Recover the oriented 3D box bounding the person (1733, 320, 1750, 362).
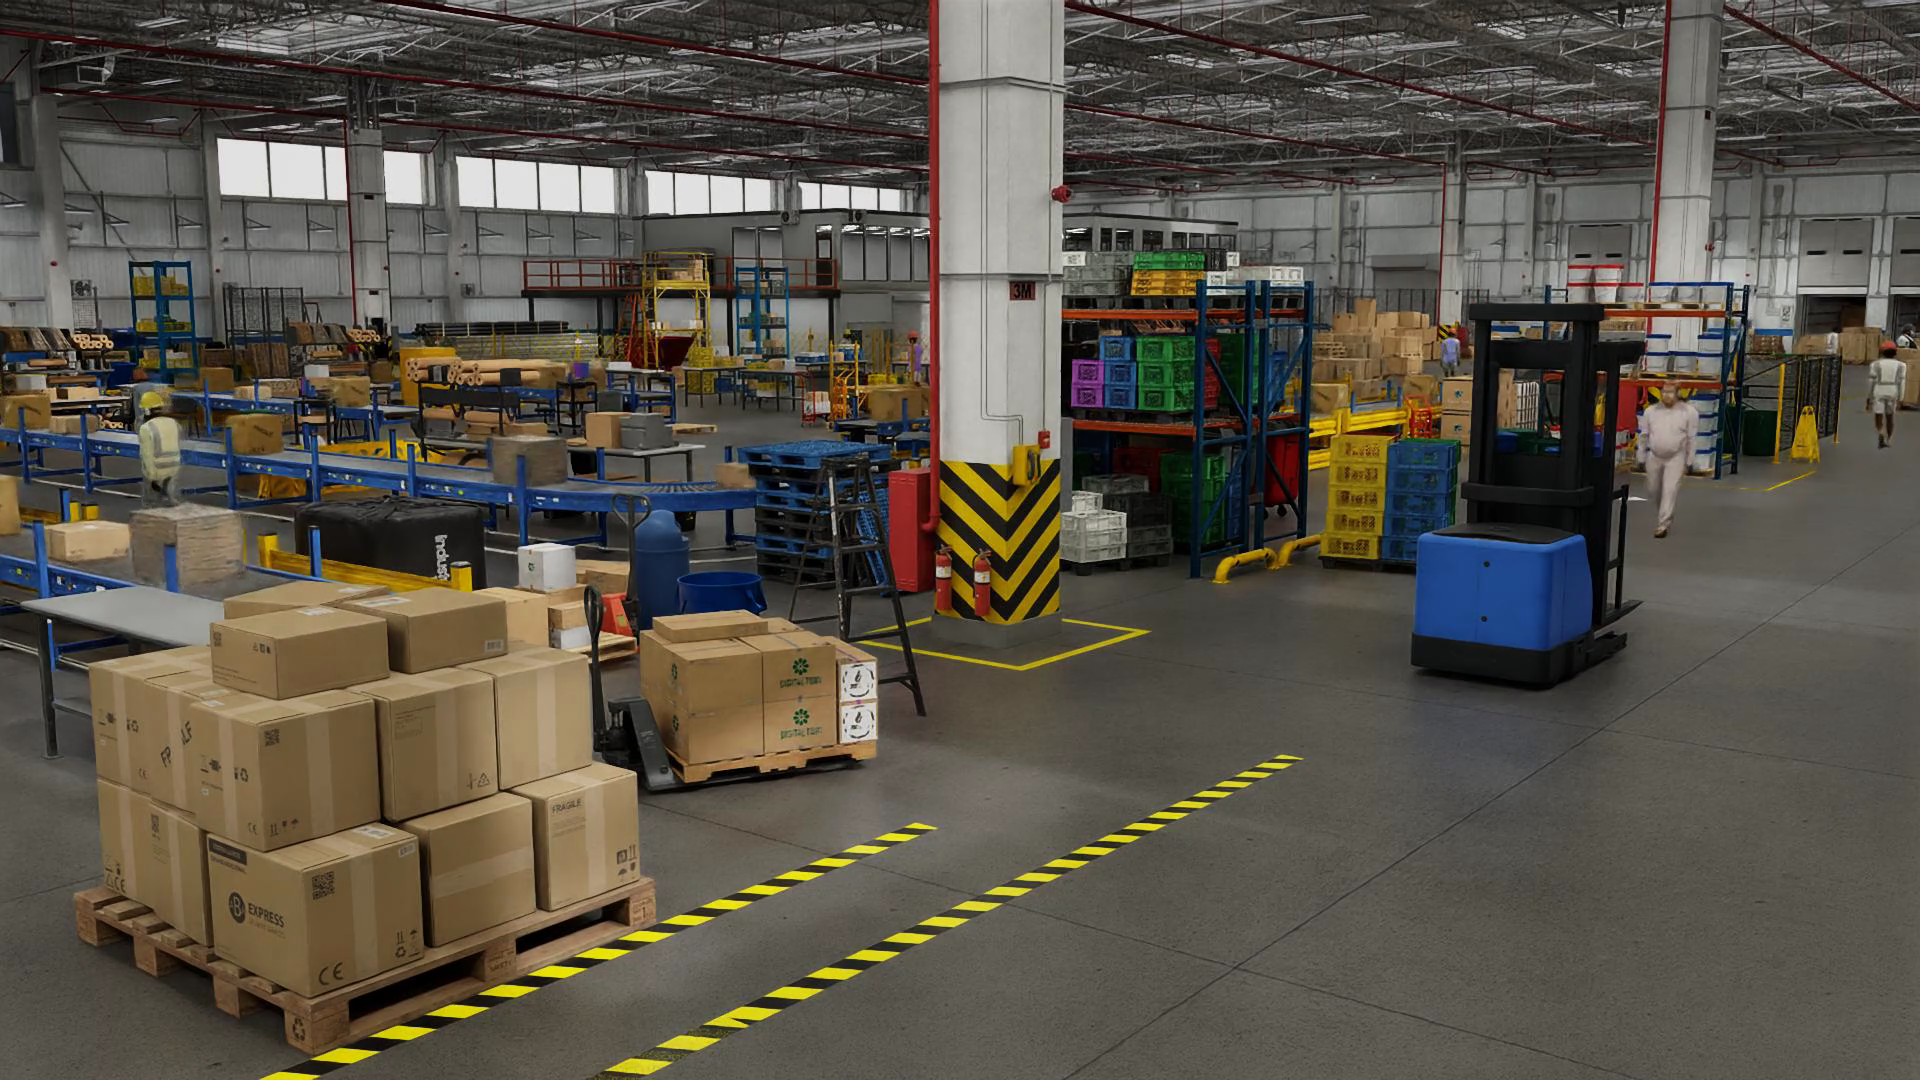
[{"bbox_3d":[32.334,-8.203,68.718,0.514,1.835,0.942,-6,10,-33],"label":"person"}]

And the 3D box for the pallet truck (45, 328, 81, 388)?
[{"bbox_3d":[-23.775,-4.544,43.495,1.885,1.965,0.823,6,10,35],"label":"pallet truck"}]

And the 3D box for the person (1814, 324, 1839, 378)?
[{"bbox_3d":[29.819,-6.483,57.020,0.762,1.866,0.590,0,8,3],"label":"person"}]

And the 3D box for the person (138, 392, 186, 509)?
[{"bbox_3d":[-8.978,-0.780,18.804,0.850,1.803,0.586,3,9,20],"label":"person"}]

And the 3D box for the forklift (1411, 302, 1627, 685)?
[{"bbox_3d":[4.379,-0.438,12.852,1.129,2.768,1.873,7,11,37],"label":"forklift"}]

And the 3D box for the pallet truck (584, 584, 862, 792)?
[{"bbox_3d":[-1.426,0.805,10.019,1.601,1.201,0.680,-4,9,-26],"label":"pallet truck"}]

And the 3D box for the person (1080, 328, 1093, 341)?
[{"bbox_3d":[3.972,-5.819,52.685,0.416,1.815,0.616,8,11,42],"label":"person"}]

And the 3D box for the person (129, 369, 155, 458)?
[{"bbox_3d":[-14.277,-2.209,29.137,0.872,1.587,0.512,4,9,26],"label":"person"}]

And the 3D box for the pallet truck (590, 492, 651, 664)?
[{"bbox_3d":[-3.115,0.344,12.883,0.653,1.274,1.630,7,11,37],"label":"pallet truck"}]

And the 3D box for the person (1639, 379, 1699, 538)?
[{"bbox_3d":[8.448,-0.984,19.856,0.658,1.887,0.682,7,11,39],"label":"person"}]

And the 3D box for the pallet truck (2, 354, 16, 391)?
[{"bbox_3d":[-24.881,-4.417,42.634,1.885,1.965,0.823,8,11,41],"label":"pallet truck"}]

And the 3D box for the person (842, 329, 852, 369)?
[{"bbox_3d":[-3.629,-5.926,53.688,0.321,1.738,0.481,5,10,29],"label":"person"}]

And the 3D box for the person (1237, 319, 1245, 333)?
[{"bbox_3d":[11.610,-8.221,68.530,0.400,1.928,0.542,4,9,23],"label":"person"}]

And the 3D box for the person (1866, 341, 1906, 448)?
[{"bbox_3d":[17.330,-2.712,31.102,0.607,2.021,0.858,3,9,20],"label":"person"}]

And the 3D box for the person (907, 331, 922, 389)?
[{"bbox_3d":[-1.179,-4.347,42.377,0.374,1.934,0.548,4,9,27],"label":"person"}]

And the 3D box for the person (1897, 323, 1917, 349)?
[{"bbox_3d":[27.502,-5.276,48.284,0.535,2.000,0.684,8,12,44],"label":"person"}]

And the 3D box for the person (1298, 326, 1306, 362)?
[{"bbox_3d":[14.553,-8.449,70.399,0.582,1.832,1.022,5,10,29],"label":"person"}]

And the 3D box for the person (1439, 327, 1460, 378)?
[{"bbox_3d":[14.324,-5.272,48.676,0.568,1.913,0.464,2,9,10],"label":"person"}]

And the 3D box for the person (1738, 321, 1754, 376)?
[{"bbox_3d":[27.501,-6.666,58.049,0.880,1.913,0.638,1,8,5],"label":"person"}]

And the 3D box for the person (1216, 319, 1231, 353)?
[{"bbox_3d":[9.508,-7.018,60.173,0.612,1.995,0.392,7,11,40],"label":"person"}]
